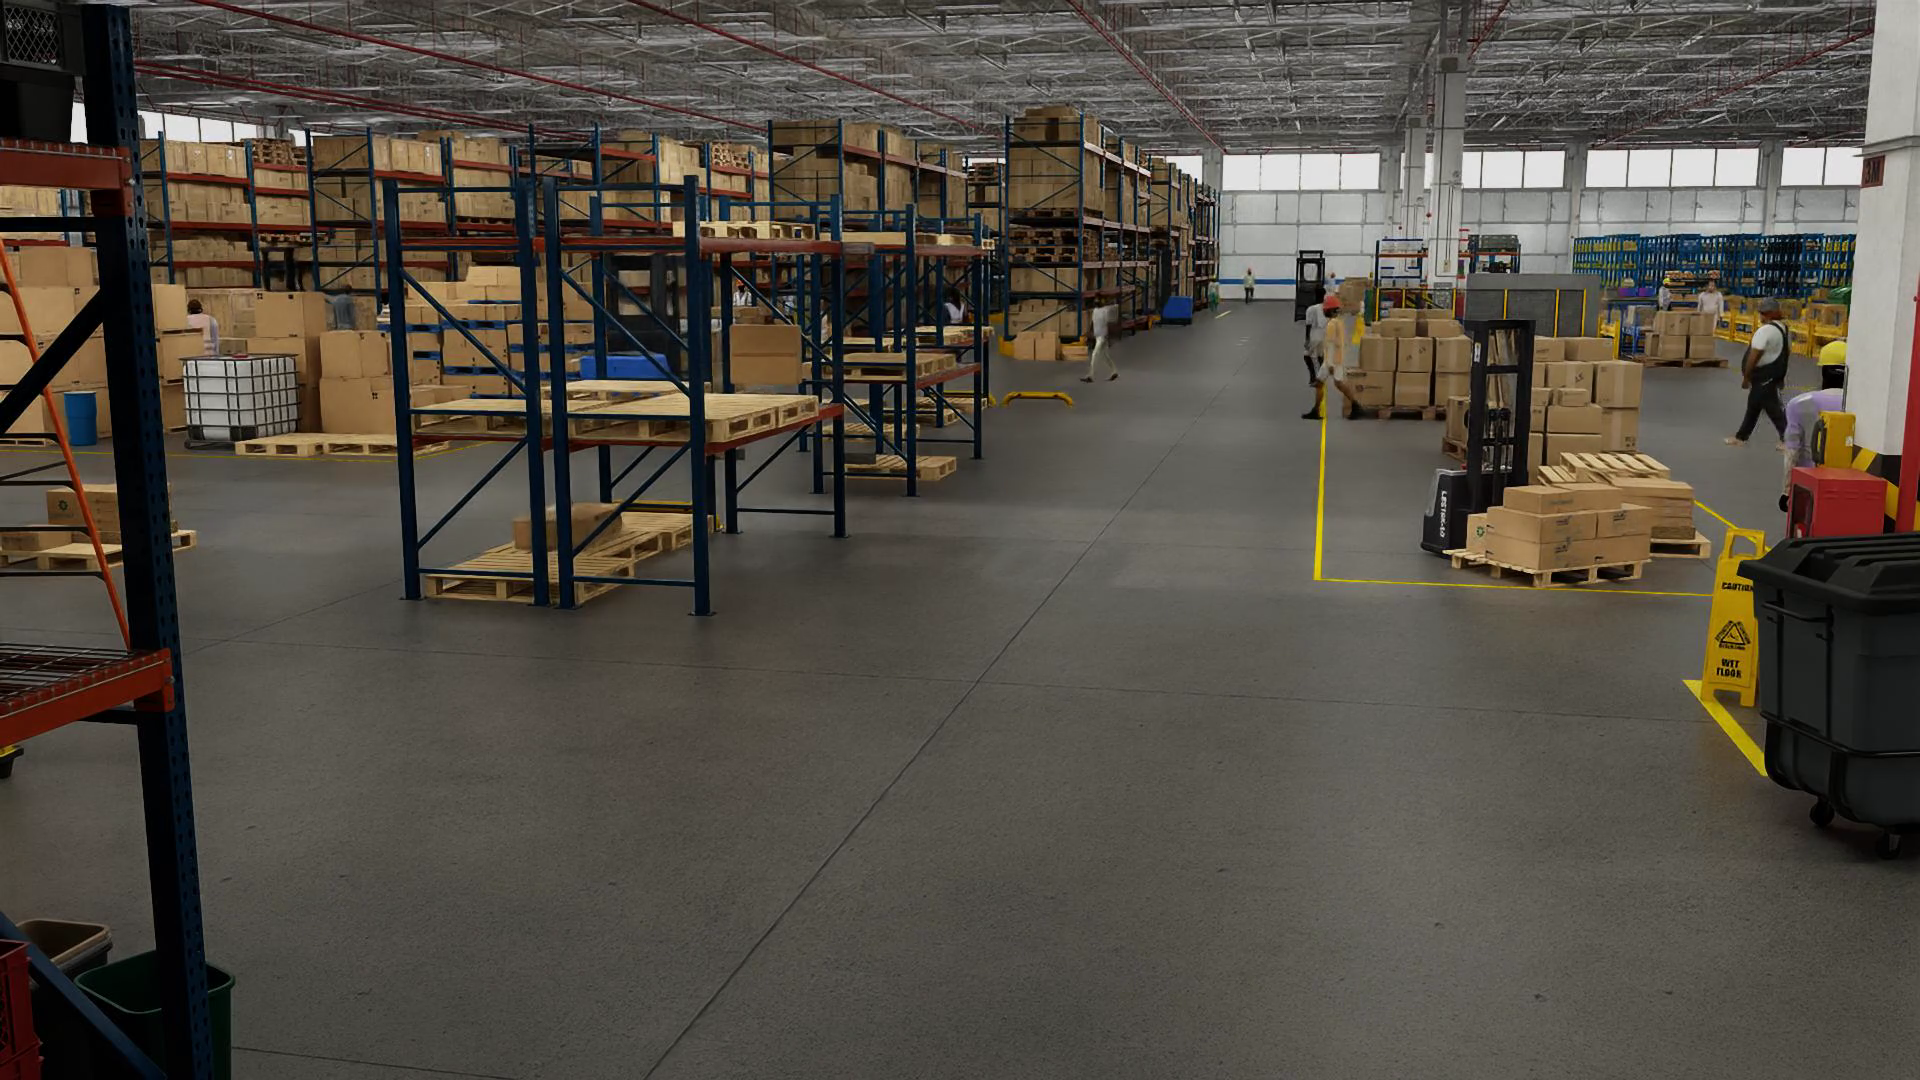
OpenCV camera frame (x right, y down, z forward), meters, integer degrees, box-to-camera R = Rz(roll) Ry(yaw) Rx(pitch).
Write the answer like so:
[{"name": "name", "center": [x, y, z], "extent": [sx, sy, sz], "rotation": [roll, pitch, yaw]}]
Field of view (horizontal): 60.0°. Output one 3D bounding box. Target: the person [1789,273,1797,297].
[{"name": "person", "center": [39.860, -11.876, 79.628], "extent": [0.599, 1.830, 0.404], "rotation": [-4, 10, -21]}]

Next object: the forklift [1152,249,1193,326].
[{"name": "forklift", "center": [7.646, -9.320, 61.395], "extent": [1.873, 2.768, 1.129], "rotation": [2, 10, 11]}]

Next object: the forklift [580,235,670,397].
[{"name": "forklift", "center": [-4.793, -3.105, 24.595], "extent": [1.129, 2.768, 1.873], "rotation": [2, 10, 12]}]

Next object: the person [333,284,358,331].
[{"name": "person", "center": [-14.267, -4.972, 38.518], "extent": [0.664, 1.908, 0.592], "rotation": [5, 11, 27]}]

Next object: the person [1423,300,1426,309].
[{"name": "person", "center": [15.824, -7.804, 56.142], "extent": [0.287, 1.626, 0.497], "rotation": [-7, 12, -35]}]

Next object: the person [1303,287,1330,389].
[{"name": "person", "center": [6.795, -3.837, 31.654], "extent": [0.622, 1.947, 0.465], "rotation": [-3, 10, -18]}]

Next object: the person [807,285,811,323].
[{"name": "person", "center": [-5.660, -9.158, 64.153], "extent": [0.494, 1.624, 0.279], "rotation": [0, 10, -2]}]

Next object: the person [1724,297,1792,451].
[{"name": "person", "center": [10.539, -2.192, 21.668], "extent": [0.690, 2.000, 1.008], "rotation": [-9, 13, -42]}]

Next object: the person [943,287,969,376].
[{"name": "person", "center": [-0.159, -4.472, 35.637], "extent": [0.913, 1.887, 0.591], "rotation": [7, 12, 37]}]

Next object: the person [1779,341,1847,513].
[{"name": "person", "center": [5.848, -0.373, 11.232], "extent": [0.589, 1.928, 0.385], "rotation": [2, 10, 12]}]

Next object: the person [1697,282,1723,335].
[{"name": "person", "center": [20.638, -6.167, 45.778], "extent": [0.642, 1.861, 1.004], "rotation": [3, 10, 17]}]

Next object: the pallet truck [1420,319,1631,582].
[{"name": "pallet truck", "center": [4.543, -0.757, 13.299], "extent": [0.823, 1.965, 1.885], "rotation": [-4, 10, -22]}]

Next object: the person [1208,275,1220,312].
[{"name": "person", "center": [11.843, -11.499, 77.643], "extent": [0.530, 1.749, 0.459], "rotation": [2, 10, 11]}]

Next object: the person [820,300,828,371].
[{"name": "person", "center": [-2.890, -4.148, 34.430], "extent": [0.312, 1.642, 0.512], "rotation": [3, 10, 19]}]

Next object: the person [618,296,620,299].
[{"name": "person", "center": [-8.455, -5.243, 40.956], "extent": [0.525, 1.631, 0.313], "rotation": [0, 10, 1]}]

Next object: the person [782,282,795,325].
[{"name": "person", "center": [-5.804, -7.876, 56.378], "extent": [0.319, 1.690, 0.535], "rotation": [8, 12, 38]}]

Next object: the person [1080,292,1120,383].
[{"name": "person", "center": [2.865, -4.093, 33.596], "extent": [1.011, 1.824, 0.508], "rotation": [-5, 11, -28]}]

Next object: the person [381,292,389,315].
[{"name": "person", "center": [-13.609, -5.046, 39.587], "extent": [0.321, 1.695, 0.537], "rotation": [-4, 10, -21]}]

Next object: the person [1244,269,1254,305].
[{"name": "person", "center": [15.614, -13.633, 89.625], "extent": [0.649, 1.964, 0.745], "rotation": [-3, 10, -18]}]

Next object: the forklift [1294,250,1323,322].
[{"name": "forklift", "center": [13.778, -10.002, 65.433], "extent": [1.129, 2.768, 1.873], "rotation": [2, 10, 12]}]

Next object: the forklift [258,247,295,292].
[{"name": "forklift", "center": [-19.669, -7.062, 48.027], "extent": [1.129, 2.768, 1.873], "rotation": [2, 10, 12]}]

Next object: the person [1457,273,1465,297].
[{"name": "person", "center": [16.924, -8.069, 56.614], "extent": [0.863, 2.007, 0.642], "rotation": [7, 12, 36]}]

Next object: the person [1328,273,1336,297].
[{"name": "person", "center": [20.439, -13.814, 91.359], "extent": [0.414, 1.742, 0.563], "rotation": [-4, 10, -21]}]

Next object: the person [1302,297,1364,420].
[{"name": "person", "center": [5.774, -2.781, 25.568], "extent": [0.900, 1.906, 0.553], "rotation": [7, 12, 34]}]

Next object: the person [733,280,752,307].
[{"name": "person", "center": [-5.945, -6.143, 45.369], "extent": [0.544, 1.939, 0.354], "rotation": [2, 10, 13]}]

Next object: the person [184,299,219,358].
[{"name": "person", "center": [-12.201, -2.934, 26.673], "extent": [0.429, 1.837, 0.621], "rotation": [9, 13, 44]}]

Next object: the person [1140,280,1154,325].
[{"name": "person", "center": [6.542, -8.294, 58.703], "extent": [0.475, 1.737, 0.530], "rotation": [1, 10, 8]}]

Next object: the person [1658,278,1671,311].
[{"name": "person", "center": [24.596, -8.229, 58.082], "extent": [0.404, 1.821, 0.597], "rotation": [8, 13, 40]}]
